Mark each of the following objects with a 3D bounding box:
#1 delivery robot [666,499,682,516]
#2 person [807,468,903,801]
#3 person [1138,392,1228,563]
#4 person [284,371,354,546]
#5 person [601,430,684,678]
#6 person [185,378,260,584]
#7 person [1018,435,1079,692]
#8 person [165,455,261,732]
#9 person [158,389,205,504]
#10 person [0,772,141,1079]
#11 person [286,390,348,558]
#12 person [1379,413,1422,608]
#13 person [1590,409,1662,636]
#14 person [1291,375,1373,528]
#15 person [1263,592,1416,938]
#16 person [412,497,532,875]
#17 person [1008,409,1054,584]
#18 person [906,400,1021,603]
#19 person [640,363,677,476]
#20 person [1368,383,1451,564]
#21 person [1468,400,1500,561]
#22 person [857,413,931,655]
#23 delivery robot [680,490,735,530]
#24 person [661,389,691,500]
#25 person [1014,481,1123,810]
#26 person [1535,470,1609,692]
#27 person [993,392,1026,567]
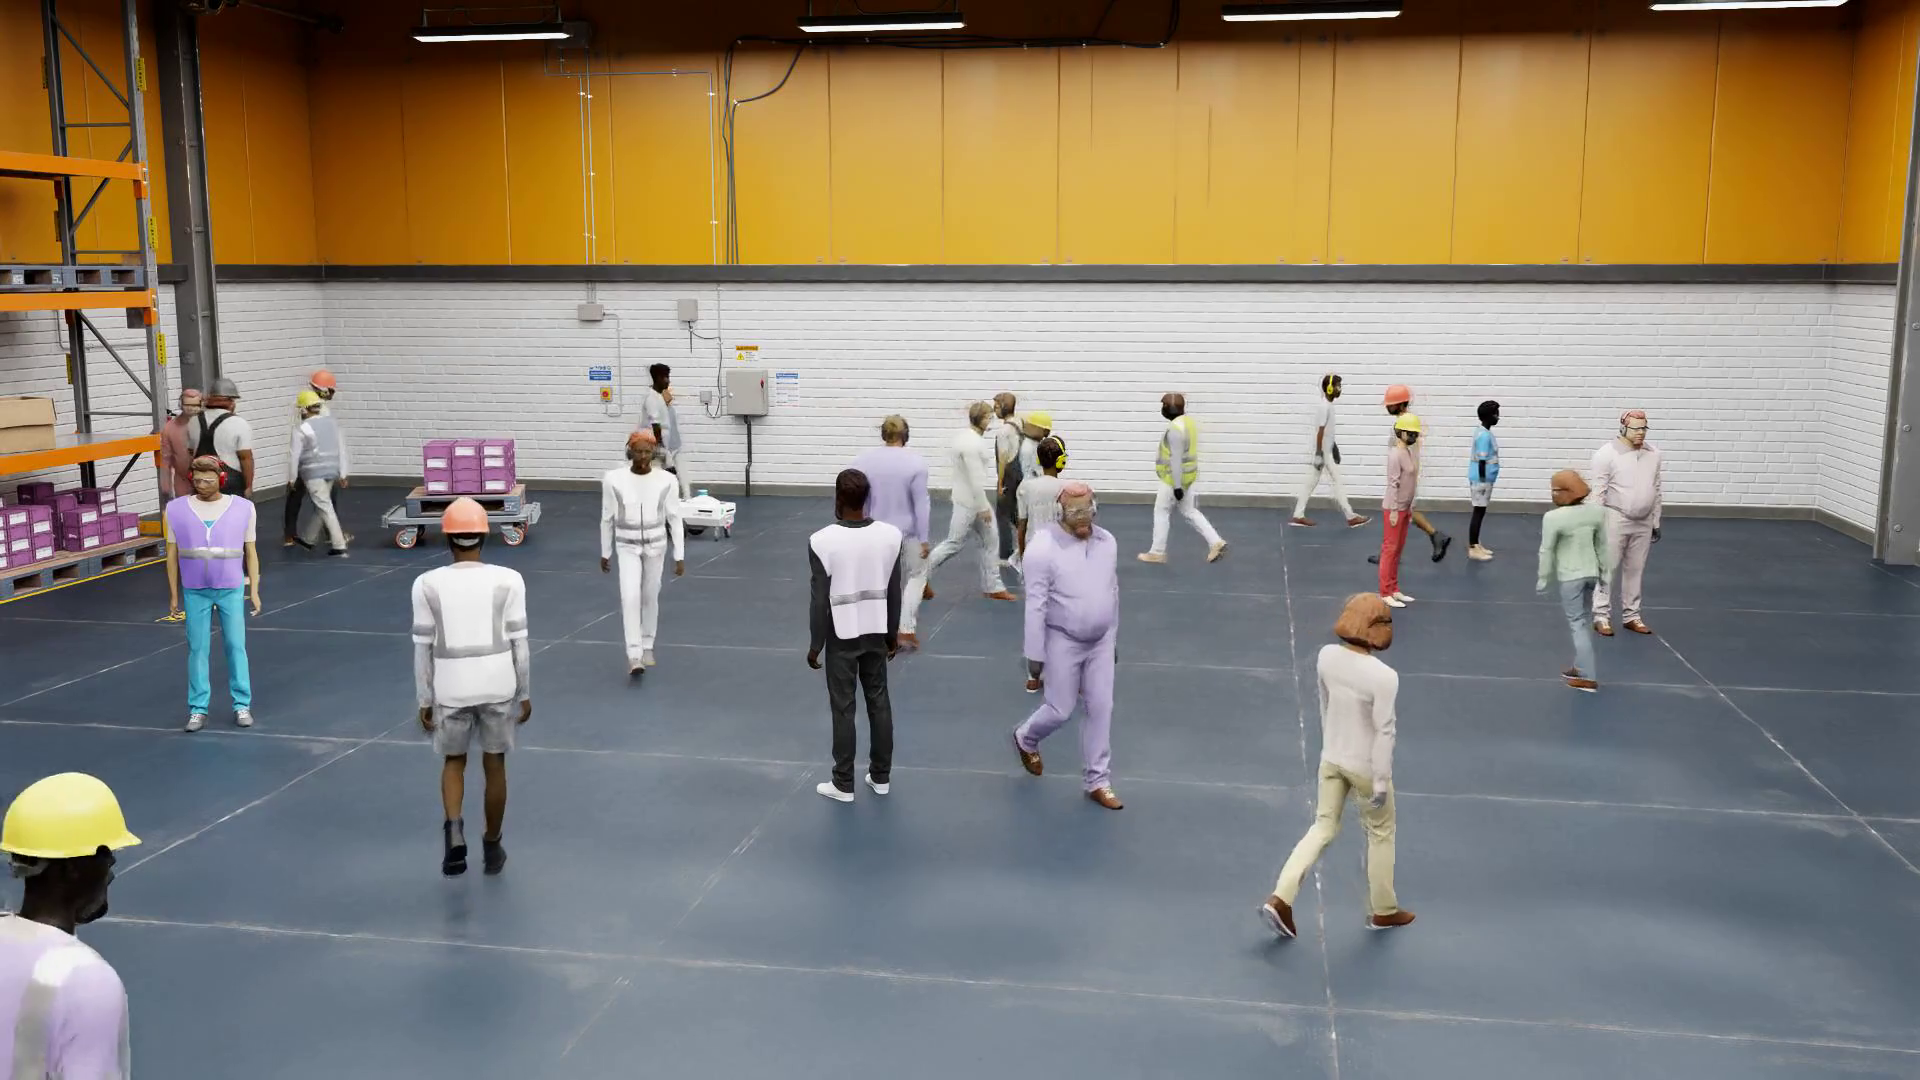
[{"bbox_3d":[-3.580,-0.373,19.187,0.707,0.478,0.477,2,9,15],"label":"delivery robot"},{"bbox_3d":[-0.599,0.546,9.560,0.590,1.919,0.391,-6,11,-32],"label":"person"},{"bbox_3d":[2.325,-0.636,17.254,0.873,1.811,0.630,4,10,25],"label":"person"},{"bbox_3d":[-7.218,-0.897,18.520,0.618,1.936,0.718,8,12,39],"label":"person"},{"bbox_3d":[-2.374,0.107,12.514,0.605,1.837,0.949,-3,10,-16],"label":"person"},{"bbox_3d":[-7.124,-0.586,16.205,0.704,2.000,0.591,3,10,15],"label":"person"},{"bbox_3d":[0.653,0.183,11.957,0.521,1.874,0.328,6,11,33],"label":"person"},{"bbox_3d":[-4.956,0.343,11.066,0.563,1.837,0.389,-3,10,-20],"label":"person"},{"bbox_3d":[-7.567,-0.550,16.457,0.682,1.882,0.501,-2,9,-10],"label":"person"},{"bbox_3d":[-2.031,1.475,3.837,0.606,1.905,0.574,5,11,30],"label":"person"},{"bbox_3d":[-6.889,-0.703,17.722,0.912,1.782,0.596,4,10,24],"label":"person"},{"bbox_3d":[4.022,-0.278,15.151,0.329,1.765,0.526,5,11,30],"label":"person"},{"bbox_3d":[5.576,-0.142,13.899,0.636,1.900,0.403,-3,9,-15],"label":"person"},{"bbox_3d":[4.410,-1.039,19.725,0.961,1.807,0.551,2,9,11],"label":"person"},{"bbox_3d":[1.755,1.025,7.536,0.764,1.607,0.498,-6,11,-33],"label":"person"},{"bbox_3d":[-2.424,0.754,8.278,0.557,1.923,0.580,-2,9,-11],"label":"person"},{"bbox_3d":[0.707,-0.413,16.123,0.406,1.720,0.496,4,10,24],"label":"person"},{"bbox_3d":[0.012,-0.346,15.233,1.014,1.893,0.620,2,9,11],"label":"person"},{"bbox_3d":[-3.641,-1.160,20.053,0.416,1.948,0.620,0,9,-2],"label":"person"},{"bbox_3d":[4.630,-0.658,17.077,0.761,1.907,0.578,5,10,26],"label":"person"},{"bbox_3d":[5.531,-0.633,17.571,0.318,1.693,0.544,3,10,18],"label":"person"},{"bbox_3d":[-0.489,-0.046,13.210,0.660,1.922,0.546,4,10,25],"label":"person"},{"bbox_3d":[-2.914,-0.324,18.888,0.707,0.478,0.477,4,10,22],"label":"delivery robot"},{"bbox_3d":[-3.704,-1.132,20.924,0.689,1.593,0.595,1,9,8],"label":"person"},{"bbox_3d":[0.614,0.571,9.547,0.643,1.878,0.763,-6,11,-32],"label":"person"},{"bbox_3d":[4.466,0.287,12.119,0.529,1.604,0.520,-4,10,-23],"label":"person"},{"bbox_3d":[0.563,-0.607,17.005,0.530,1.824,0.535,6,11,32],"label":"person"}]
